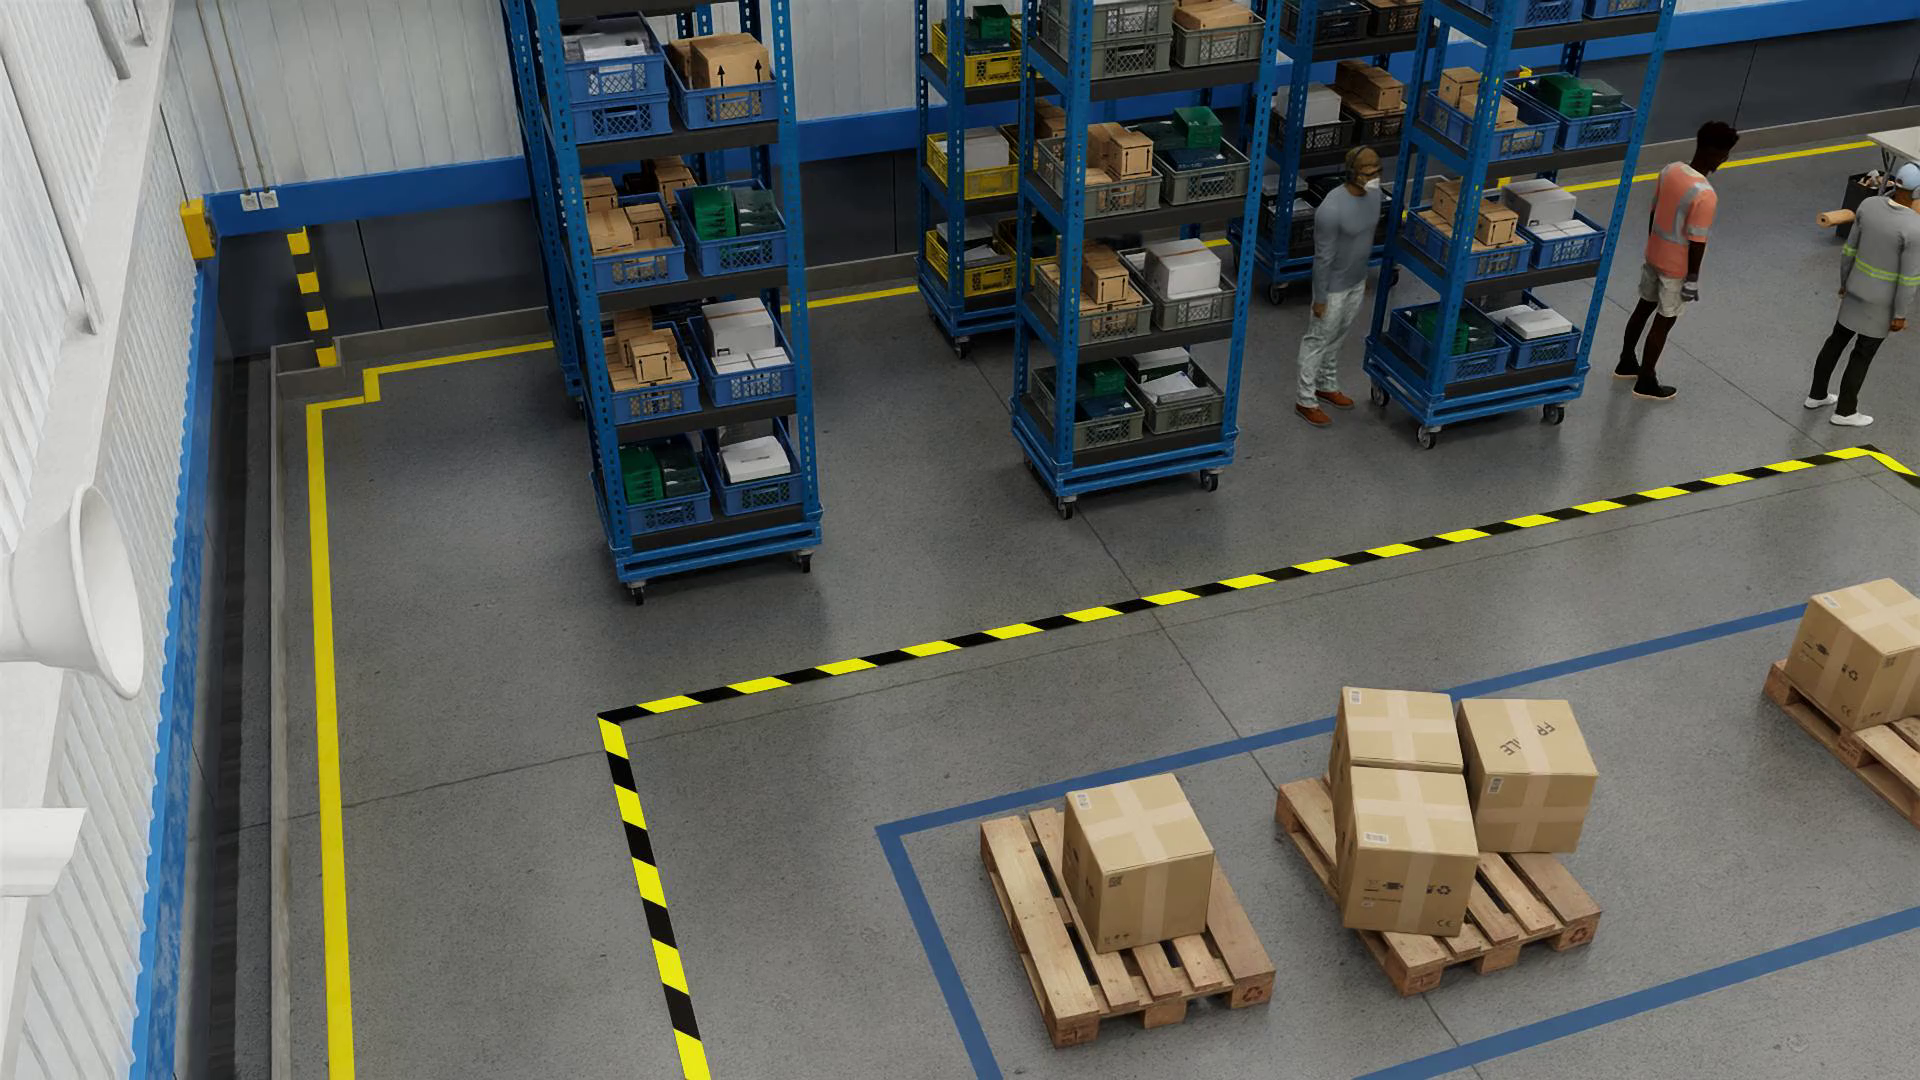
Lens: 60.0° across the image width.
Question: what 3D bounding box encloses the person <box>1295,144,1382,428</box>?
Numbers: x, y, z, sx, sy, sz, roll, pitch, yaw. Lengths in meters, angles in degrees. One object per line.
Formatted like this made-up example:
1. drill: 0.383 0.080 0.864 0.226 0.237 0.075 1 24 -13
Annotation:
1. person: 2.525 -1.693 11.008 0.379 1.940 0.628 29 44 35

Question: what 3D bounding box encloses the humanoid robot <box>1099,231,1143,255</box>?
1. humanoid robot: 0.996 -1.621 11.138 0.589 1.637 0.600 8 36 11

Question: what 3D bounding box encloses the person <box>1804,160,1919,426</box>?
1. person: 6.044 -1.624 10.984 0.374 1.852 0.588 -11 37 -15

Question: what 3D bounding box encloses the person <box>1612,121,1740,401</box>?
1. person: 4.856 -1.896 11.277 0.393 1.957 0.609 -4 35 -6
